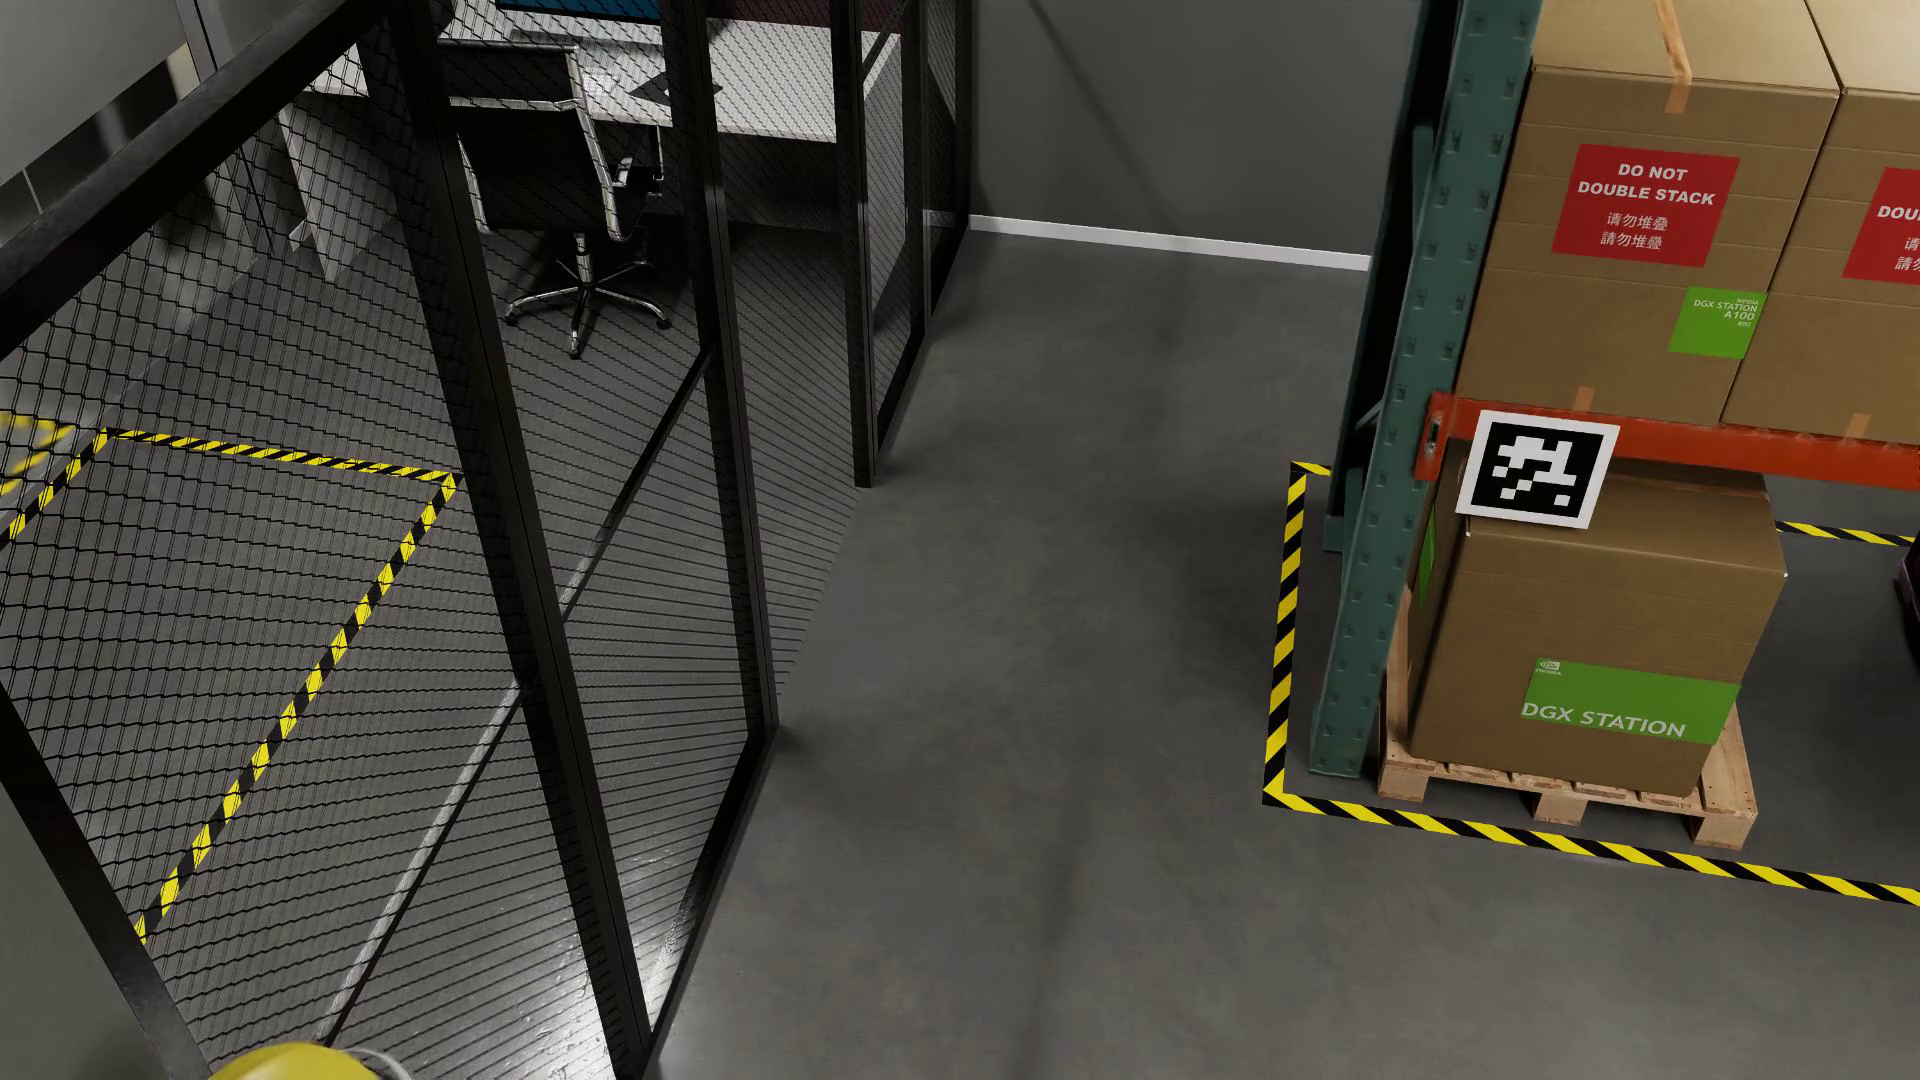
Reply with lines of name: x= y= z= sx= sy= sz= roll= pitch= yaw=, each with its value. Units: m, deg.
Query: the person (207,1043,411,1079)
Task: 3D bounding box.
person: x=-0.677 y=1.220 z=2.173 sx=0.590 sy=1.833 sz=0.403 roll=12 pitch=42 yaw=14
